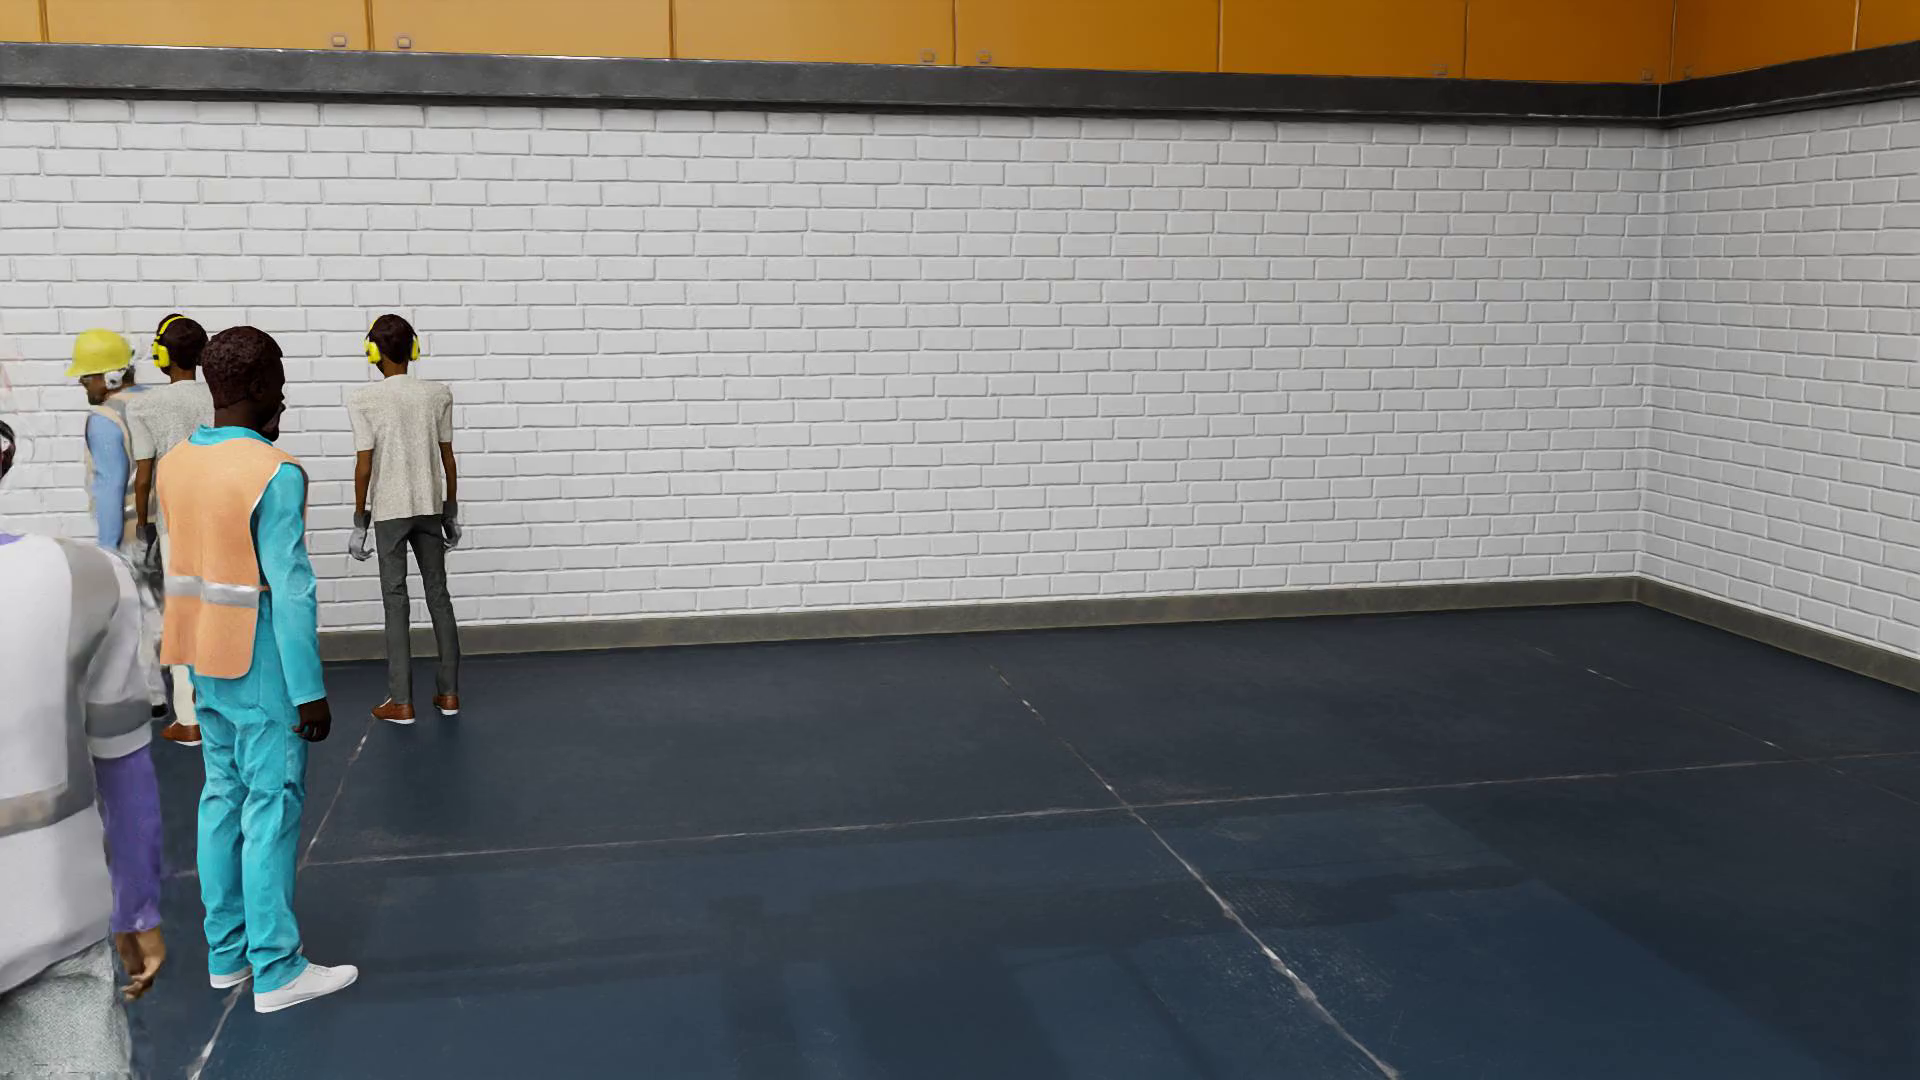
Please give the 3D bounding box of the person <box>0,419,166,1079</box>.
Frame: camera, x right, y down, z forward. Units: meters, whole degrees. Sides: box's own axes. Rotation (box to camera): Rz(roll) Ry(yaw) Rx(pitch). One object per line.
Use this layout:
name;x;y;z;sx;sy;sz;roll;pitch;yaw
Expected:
person;-1.575;0.646;2.723;1.038;1.994;0.611;8;12;39

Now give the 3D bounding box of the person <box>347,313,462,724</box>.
person;-2.534;-0.094;7.593;0.519;1.865;0.326;-8;12;-40

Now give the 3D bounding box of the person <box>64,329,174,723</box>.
person;-3.745;-0.059;7.640;0.404;1.794;0.732;1;9;8

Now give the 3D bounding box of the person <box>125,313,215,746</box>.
person;-3.336;-0.043;7.248;0.514;1.876;0.328;-8;12;-41

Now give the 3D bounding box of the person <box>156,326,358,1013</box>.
person;-2.001;0.364;4.666;0.587;1.911;0.397;7;11;35
